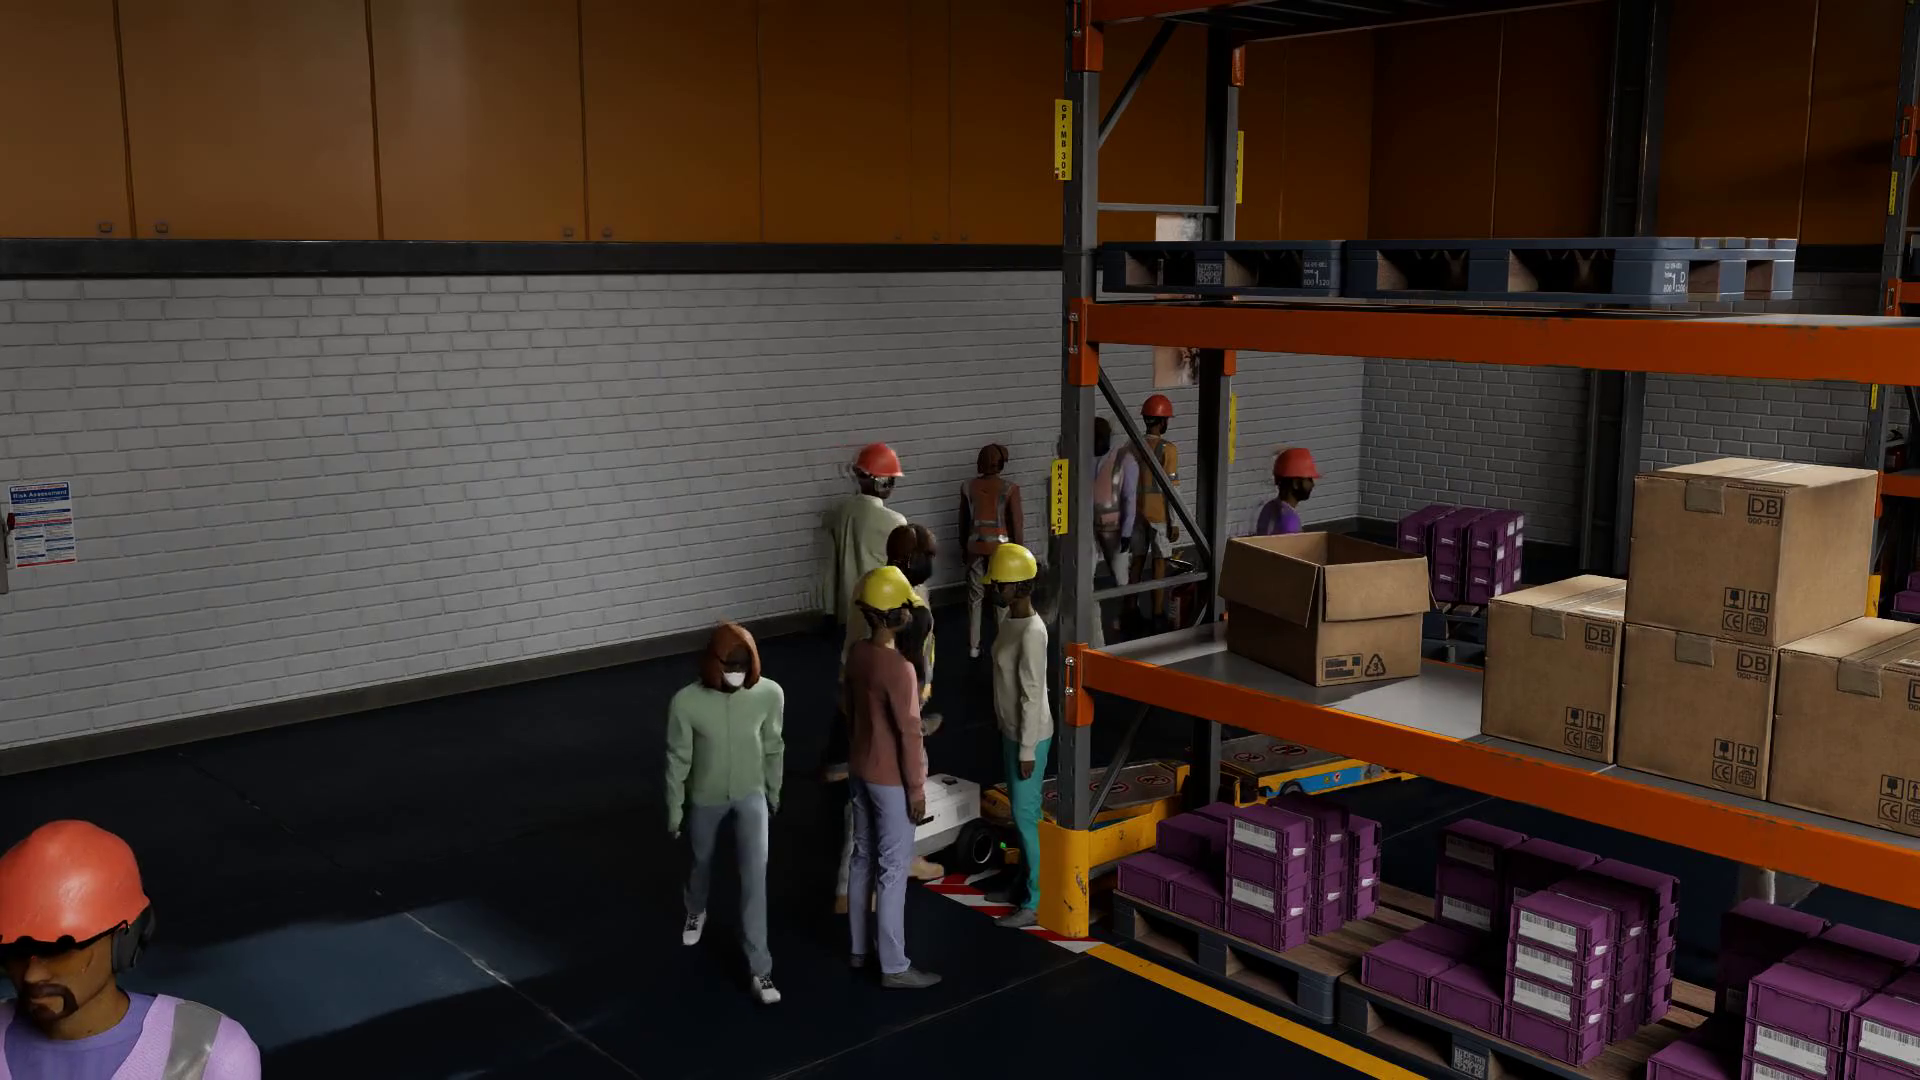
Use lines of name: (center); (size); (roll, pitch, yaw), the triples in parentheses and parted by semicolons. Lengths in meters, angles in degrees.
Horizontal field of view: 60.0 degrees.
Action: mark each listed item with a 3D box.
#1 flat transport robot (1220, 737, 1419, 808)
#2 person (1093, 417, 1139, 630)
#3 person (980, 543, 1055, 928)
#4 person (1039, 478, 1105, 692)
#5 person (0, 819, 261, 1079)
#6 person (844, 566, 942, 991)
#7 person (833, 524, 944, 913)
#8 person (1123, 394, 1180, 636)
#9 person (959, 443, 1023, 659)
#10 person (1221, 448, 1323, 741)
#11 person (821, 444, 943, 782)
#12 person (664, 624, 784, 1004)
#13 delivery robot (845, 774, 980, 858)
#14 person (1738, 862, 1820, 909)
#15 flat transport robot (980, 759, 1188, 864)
flat transport robot: (1.936, 1.282, 9.546); (1.431, 0.197, 0.652); (-6, 11, -30)
person: (1.137, -0.103, 13.257); (0.626, 1.798, 0.920); (4, 10, 22)
person: (0.255, 0.882, 7.558); (0.340, 1.760, 0.530); (-1, 10, -7)
person: (0.753, 0.162, 11.600); (0.979, 1.828, 0.539); (-7, 12, -36)
person: (-1.581, 1.502, 3.070); (0.607, 2.048, 0.365); (-1, 10, -3)
person: (-0.298, 0.982, 6.922); (0.309, 1.772, 0.525); (-6, 11, -32)
person: (-0.330, 0.819, 7.836); (0.729, 1.787, 0.643); (-4, 11, -23)
person: (1.558, -0.202, 13.367); (0.372, 1.933, 0.552); (-9, 13, -42)
person: (0.233, 0.098, 12.483); (0.520, 1.638, 0.312); (5, 11, 28)
person: (1.957, 0.377, 10.154); (1.003, 1.896, 0.546); (-1, 10, -6)
person: (-0.438, 0.404, 9.791); (1.022, 1.936, 0.618); (-8, 13, -40)
person: (-1.000, 1.077, 7.023); (0.512, 1.545, 1.008); (-3, 10, -18)
delivery robot: (-0.228, 1.339, 8.109); (0.477, 0.478, 0.707); (9, 13, 42)
person: (3.339, 0.955, 6.767); (0.586, 1.881, 0.490); (-3, 10, -15)
flat transport robot: (0.717, 1.411, 8.790); (1.431, 0.197, 0.652); (-5, 11, -26)
